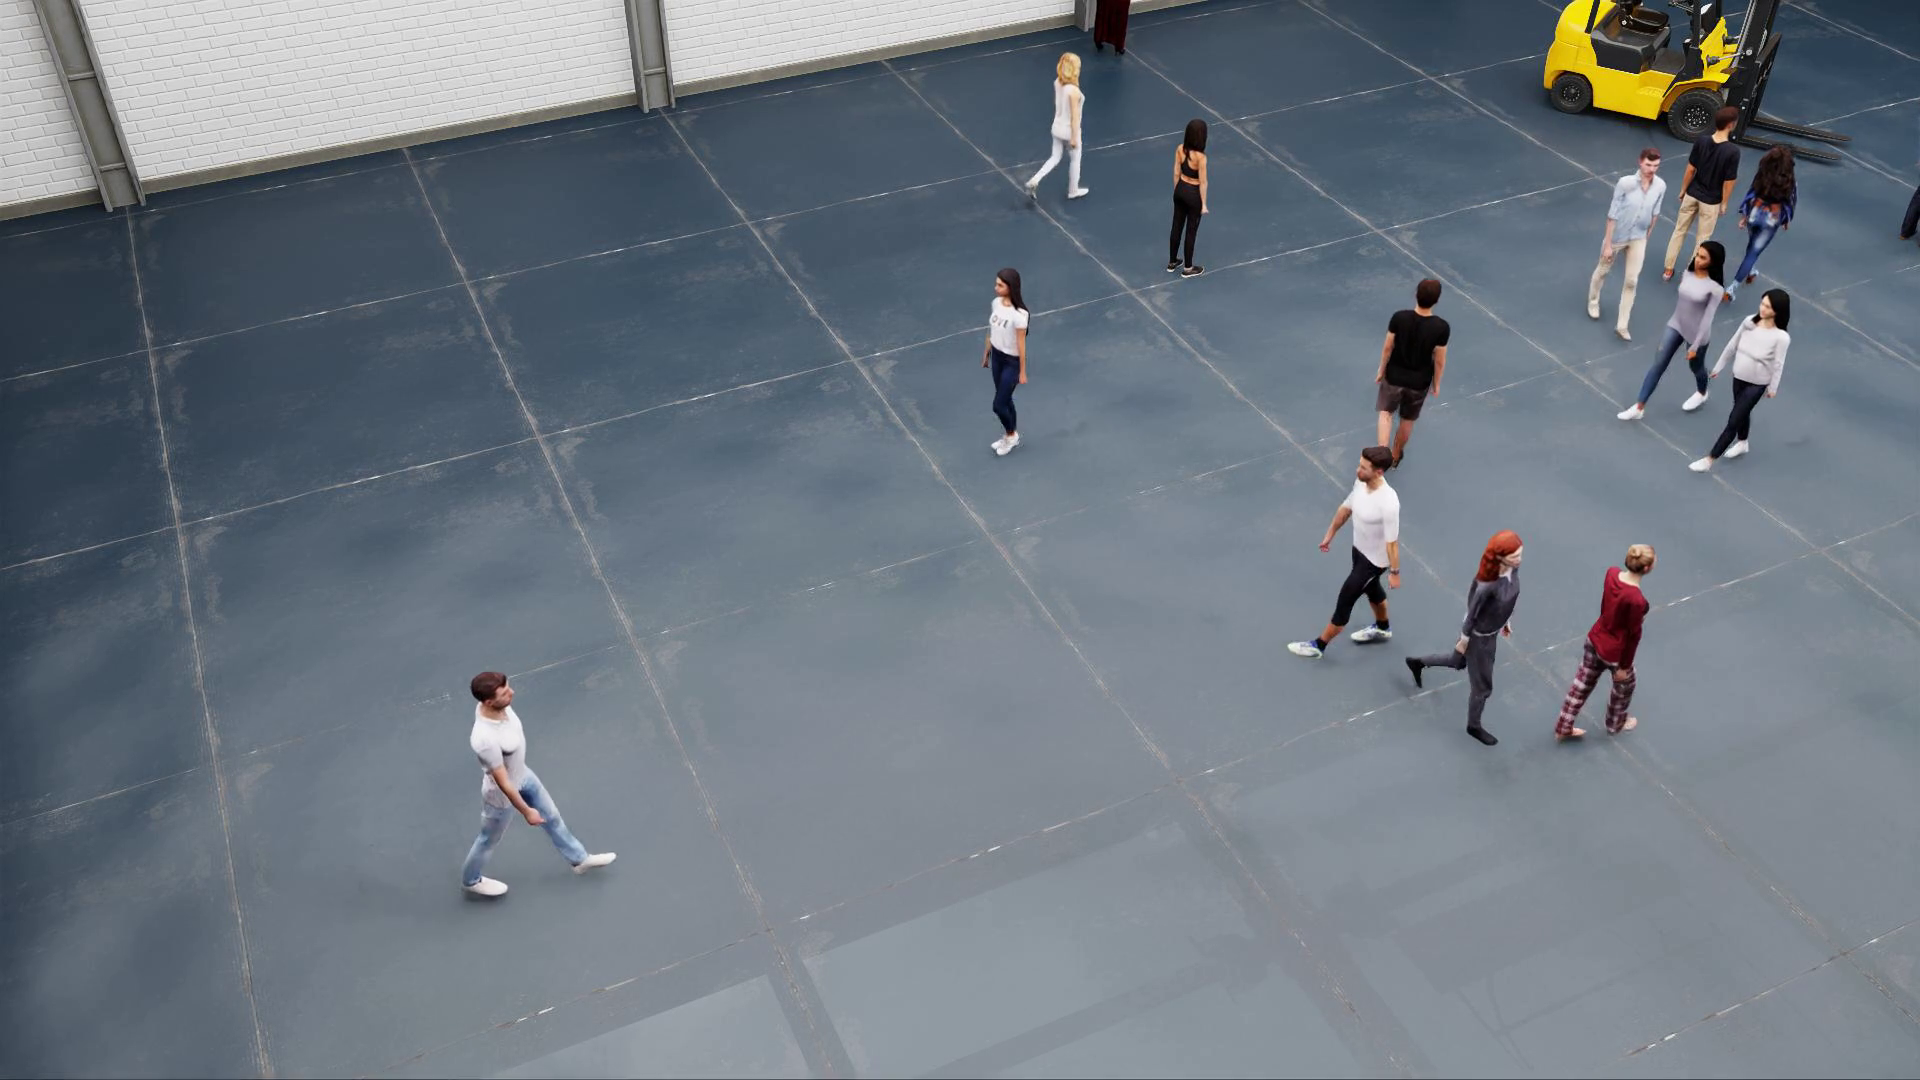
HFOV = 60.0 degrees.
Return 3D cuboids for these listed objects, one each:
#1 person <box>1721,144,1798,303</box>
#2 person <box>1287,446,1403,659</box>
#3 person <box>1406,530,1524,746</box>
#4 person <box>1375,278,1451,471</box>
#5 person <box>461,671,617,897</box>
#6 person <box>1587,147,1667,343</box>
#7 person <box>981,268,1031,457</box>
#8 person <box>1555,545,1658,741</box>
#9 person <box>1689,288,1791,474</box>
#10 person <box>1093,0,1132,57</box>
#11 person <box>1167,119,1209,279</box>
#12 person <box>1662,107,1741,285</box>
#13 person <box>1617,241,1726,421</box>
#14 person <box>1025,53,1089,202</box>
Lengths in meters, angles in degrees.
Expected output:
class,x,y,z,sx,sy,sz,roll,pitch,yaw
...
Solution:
class,x,y,z,sx,sy,sz,roll,pitch,yaw
person,7.728,-3.023,16.067,1.108,1.579,0.789,-28,46,-30
person,3.035,0.089,11.981,1.201,1.814,0.902,-8,39,-9
person,3.507,0.597,11.396,0.929,1.750,1.063,29,47,31
person,3.658,-1.291,13.683,0.981,1.847,1.040,13,40,15
person,-2.863,1.547,10.166,1.290,1.801,0.986,-1,39,-1
person,6.252,-2.890,15.711,1.094,1.816,1.029,3,39,4
person,0.472,-1.510,14.024,0.611,1.764,0.637,-22,44,-25
person,4.352,0.729,11.286,0.898,1.681,0.739,-10,40,-13
person,6.678,-1.356,13.910,0.984,1.666,0.628,-17,42,-20
person,1.936,-6.982,20.881,0.786,1.757,0.823,19,42,22
person,2.261,-3.394,16.479,0.597,1.643,0.622,-31,48,-33
person,7.258,-3.334,16.234,0.649,1.855,0.695,-32,48,-33
person,6.402,-1.793,14.434,1.154,1.694,0.631,-16,41,-19
person,1.050,-4.348,17.670,1.002,1.649,0.652,-20,43,-23
